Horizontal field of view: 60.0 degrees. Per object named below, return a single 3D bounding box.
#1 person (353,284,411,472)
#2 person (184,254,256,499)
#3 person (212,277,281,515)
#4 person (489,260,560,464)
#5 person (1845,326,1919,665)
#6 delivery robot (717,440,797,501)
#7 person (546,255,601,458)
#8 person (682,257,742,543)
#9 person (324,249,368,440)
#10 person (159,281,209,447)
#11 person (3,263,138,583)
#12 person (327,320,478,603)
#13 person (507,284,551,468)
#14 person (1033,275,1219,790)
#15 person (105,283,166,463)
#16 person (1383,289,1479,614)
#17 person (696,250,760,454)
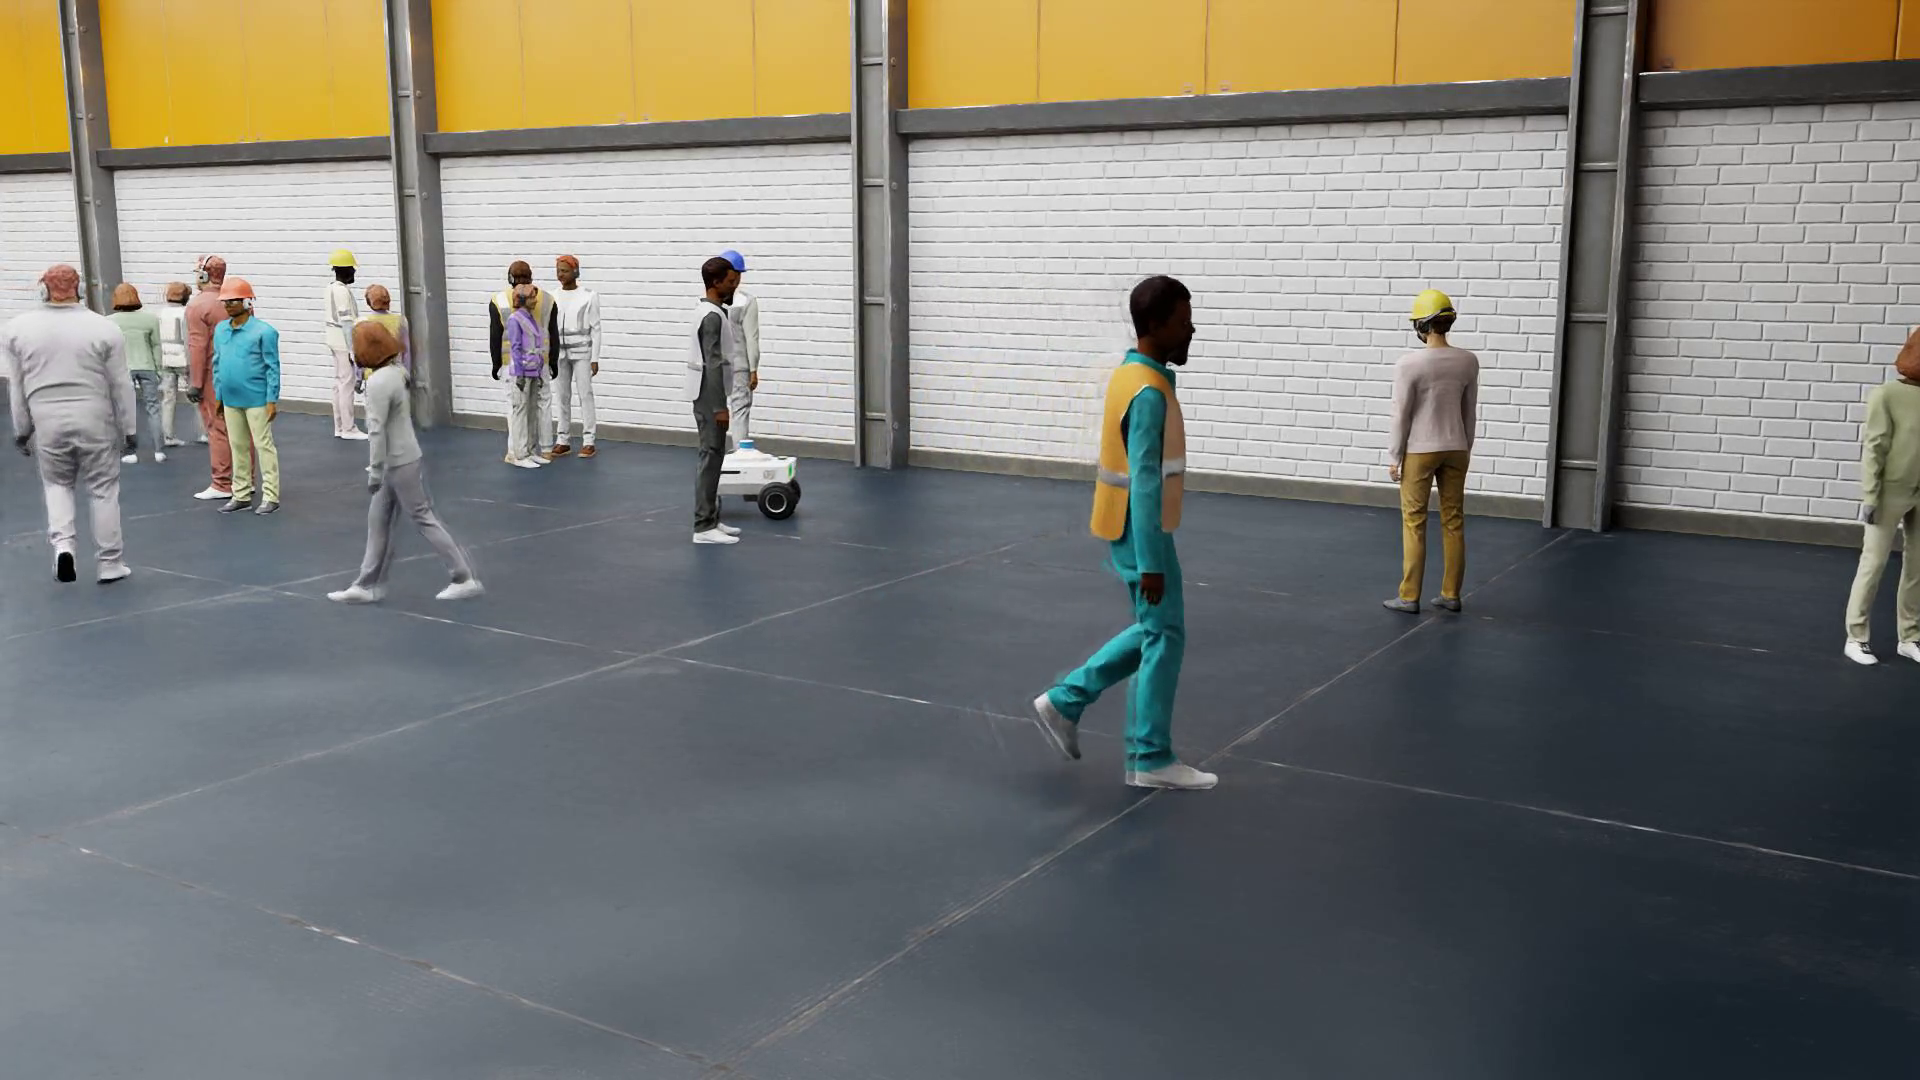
[{"bbox_3d":[-5.029,-1.403,14.516,0.511,1.641,0.309,-9,14,-41],"label":"person"},{"bbox_3d":[-5.825,-1.274,13.060,0.407,1.908,0.641,3,11,16],"label":"person"},{"bbox_3d":[-5.292,-1.061,12.303,0.563,1.753,0.327,3,11,17],"label":"person"},{"bbox_3d":[-3.955,-1.611,15.112,0.634,1.840,0.429,-5,11,-27],"label":"person"},{"bbox_3d":[4.507,-0.202,7.909,0.500,1.625,0.292,-1,10,-5],"label":"person"},{"bbox_3d":[-1.561,-0.491,12.209,0.707,0.478,0.477,0,10,0],"label":"delivery robot"},{"bbox_3d":[-3.624,-1.703,15.511,0.576,1.882,0.354,2,11,13],"label":"person"},{"bbox_3d":[-1.673,-0.935,11.182,0.387,1.912,0.591,-2,10,-9],"label":"person"},{"bbox_3d":[-6.243,-1.980,16.911,0.369,1.928,0.586,-7,12,-33],"label":"person"},{"bbox_3d":[-7.614,-1.728,16.383,0.516,1.612,0.664,5,12,27],"label":"person"},{"bbox_3d":[-5.170,-0.668,9.733,0.677,1.887,0.426,-3,11,-14],"label":"person"},{"bbox_3d":[-3.110,-0.427,9.248,0.801,1.587,0.503,-3,11,-15],"label":"person"},{"bbox_3d":[-3.874,-1.465,14.867,0.309,1.637,0.512,1,10,4],"label":"person"},{"bbox_3d":[0.634,-0.012,6.087,0.592,1.898,0.605,0,10,2],"label":"person"},{"bbox_3d":[-7.526,-1.518,15.161,0.498,1.636,0.284,-7,12,-35],"label":"person"},{"bbox_3d":[2.550,-0.471,9.033,0.524,1.761,0.339,-3,11,-17],"label":"person"},{"bbox_3d":[-1.943,-1.471,14.076,0.595,1.938,0.412,5,11,26],"label":"person"}]
